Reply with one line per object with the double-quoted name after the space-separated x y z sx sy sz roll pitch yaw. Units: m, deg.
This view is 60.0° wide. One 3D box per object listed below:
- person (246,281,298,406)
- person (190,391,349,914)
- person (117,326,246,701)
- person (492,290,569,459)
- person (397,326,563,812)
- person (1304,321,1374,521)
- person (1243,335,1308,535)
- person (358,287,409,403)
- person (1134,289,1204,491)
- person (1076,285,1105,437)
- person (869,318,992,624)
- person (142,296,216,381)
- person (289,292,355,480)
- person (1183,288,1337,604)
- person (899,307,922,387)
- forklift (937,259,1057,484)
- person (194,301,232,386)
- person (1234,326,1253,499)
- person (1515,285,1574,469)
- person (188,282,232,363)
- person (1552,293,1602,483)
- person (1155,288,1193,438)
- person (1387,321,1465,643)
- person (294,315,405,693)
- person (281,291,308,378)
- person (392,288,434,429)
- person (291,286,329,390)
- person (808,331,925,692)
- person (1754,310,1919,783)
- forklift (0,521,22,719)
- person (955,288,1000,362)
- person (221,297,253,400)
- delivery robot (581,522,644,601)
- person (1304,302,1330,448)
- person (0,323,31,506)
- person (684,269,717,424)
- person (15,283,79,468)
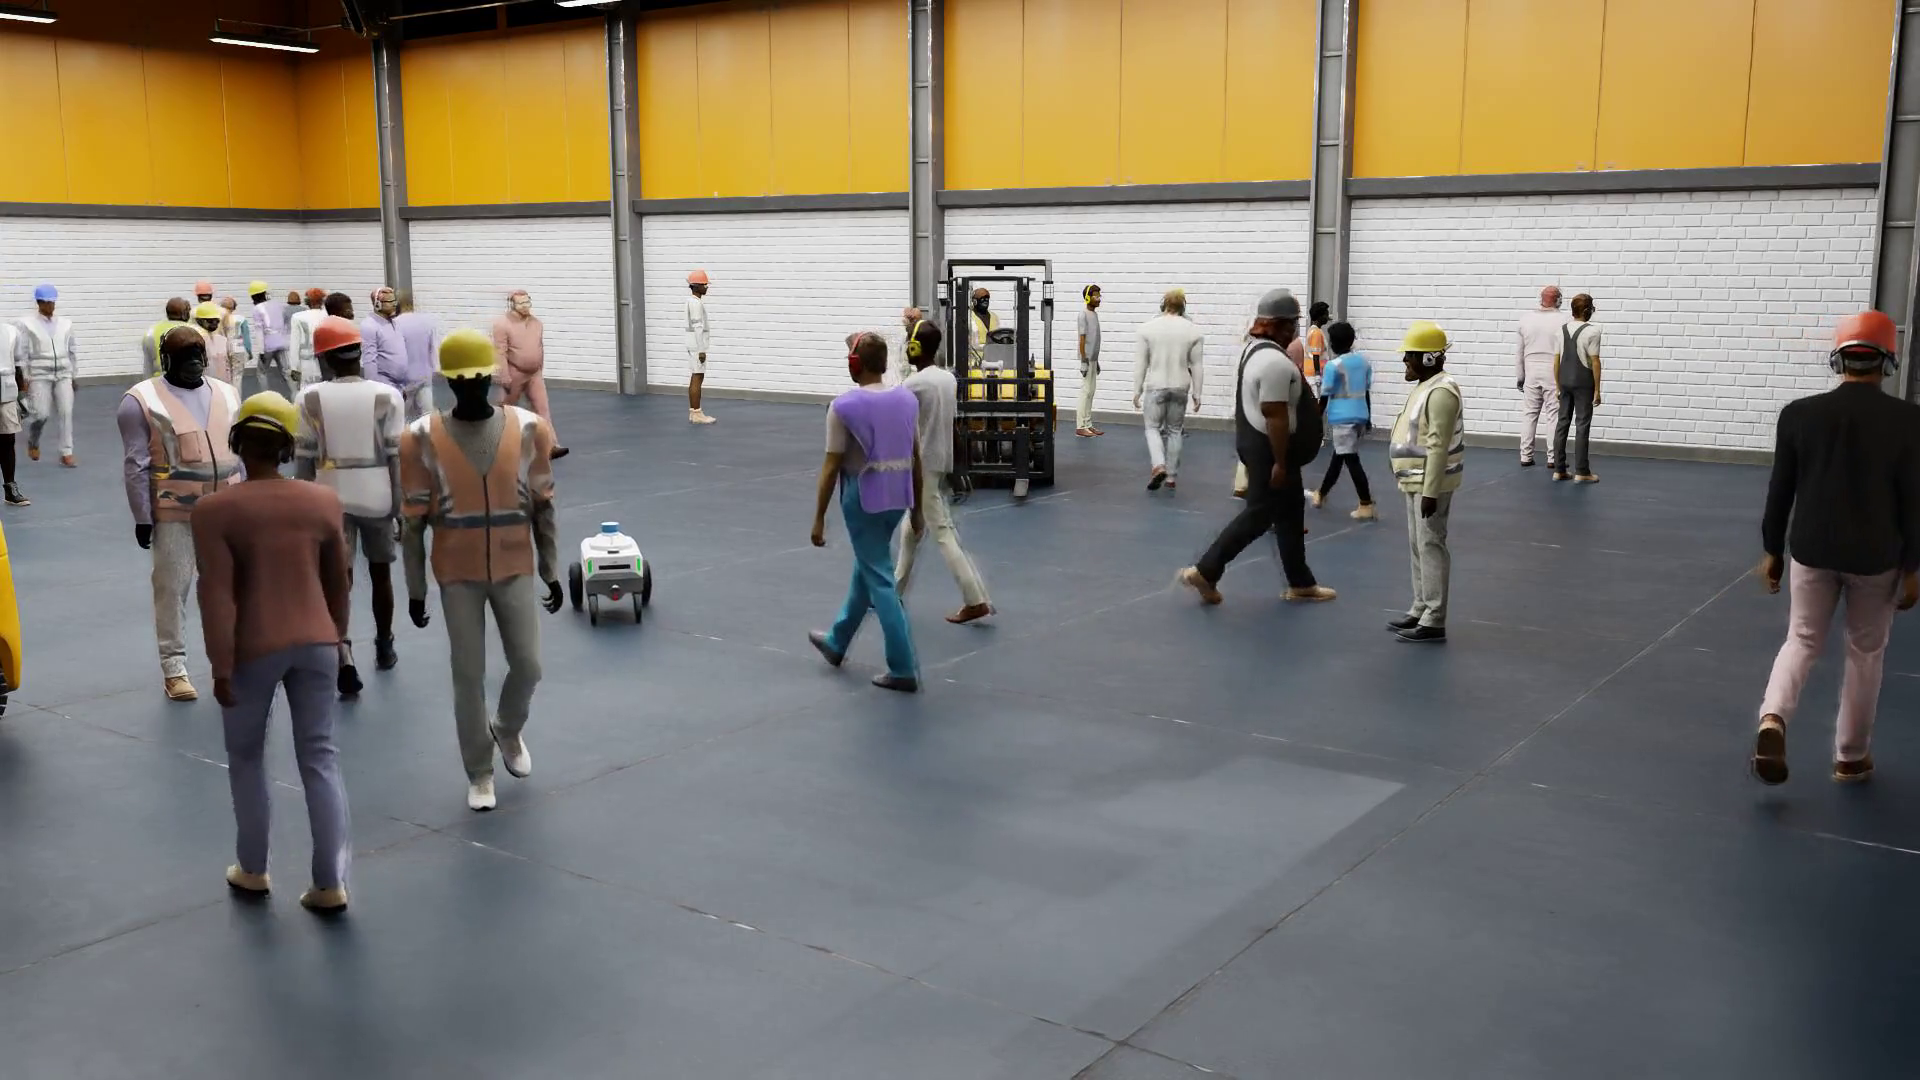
-9.807 -2.760 23.800 0.695 1.882 0.610 3 10 17 "person"
-2.268 0.377 5.553 0.540 1.723 0.704 -9 13 -42 "person"
-3.810 -0.140 8.286 0.429 1.843 0.633 7 12 36 "person"
-4.740 -1.795 18.128 1.028 1.844 0.649 8 13 41 "person"
-1.885 0.114 6.570 0.612 1.908 0.470 -4 10 -24 "person"
3.178 -1.005 13.996 0.541 1.639 0.892 -8 12 -39 "person"
2.532 -0.999 13.216 0.407 1.904 0.654 -5 11 -28 "person"
-5.525 -1.479 16.065 0.404 1.911 0.636 1 10 6 "person"
1.959 -1.387 15.547 0.653 1.905 0.636 0 10 -1 "person"
1.614 -2.206 20.510 0.314 1.869 0.535 4 10 23 "person"
-0.194 -0.404 9.964 0.967 1.818 0.538 6 11 30 "person"
-7.468 -1.411 15.921 0.636 1.831 0.517 0 10 1 "person"
-5.294 -1.141 14.075 0.719 1.904 0.600 0 10 1 "person"
1.892 -0.594 10.403 0.951 2.000 0.688 0 10 2 "person"
-0.534 -1.819 18.871 0.305 1.645 0.522 3 10 20 "person"
0.370 -1.738 16.759 1.214 2.155 2.313 1 10 3 "forklift"
-7.310 -1.442 16.272 0.327 1.767 0.533 4 10 20 "person"
2.771 -1.169 15.112 0.660 1.606 0.517 -3 10 -16 "person"
6.142 -1.702 17.396 0.654 1.906 0.407 9 13 42 "person"
-10.118 -2.533 22.458 0.556 1.884 1.016 -5 11 -27 "person"
6.030 -1.476 16.236 0.345 1.846 0.508 -7 12 -36 "person"
2.619 -2.161 20.369 0.590 1.827 0.404 -5 11 -27 "person"
2.648 -0.330 9.486 0.403 1.825 0.592 1 10 4 "person"
-3.091 -0.190 8.462 0.541 1.898 0.932 -2 10 -14 "person"
-12.368 -3.820 30.921 0.508 1.599 0.803 -3 10 -17 "person"
-5.521 -1.609 16.931 0.913 1.899 0.660 5 11 27 "person"
-7.522 -2.037 19.508 0.600 1.872 0.600 -8 12 -39 "person"
-0.522 -0.160 8.515 0.935 1.796 0.593 9 13 42 "person"
3.552 0.060 6.737 0.627 1.973 0.774 9 13 44 "person"
-5.296 -0.090 6.943 1.214 2.155 2.313 7 12 35 "forklift"
0.248 -2.067 19.770 0.627 1.844 0.429 -7 12 -37 "person"
-10.740 -2.767 24.581 0.519 1.627 0.374 -1 10 -3 "person"
-2.139 0.134 10.200 0.477 0.478 0.707 -3 10 -15 "delivery robot"
4.127 -1.918 19.331 0.320 1.694 0.532 2 10 12 "person"
-8.459 -1.250 14.529 0.362 1.963 0.614 7 12 35 "person"
-3.466 -2.564 22.127 0.371 2.044 0.608 -3 10 -16 "person"
-9.567 -1.724 17.444 0.633 1.933 0.620 8 12 38 "person"
